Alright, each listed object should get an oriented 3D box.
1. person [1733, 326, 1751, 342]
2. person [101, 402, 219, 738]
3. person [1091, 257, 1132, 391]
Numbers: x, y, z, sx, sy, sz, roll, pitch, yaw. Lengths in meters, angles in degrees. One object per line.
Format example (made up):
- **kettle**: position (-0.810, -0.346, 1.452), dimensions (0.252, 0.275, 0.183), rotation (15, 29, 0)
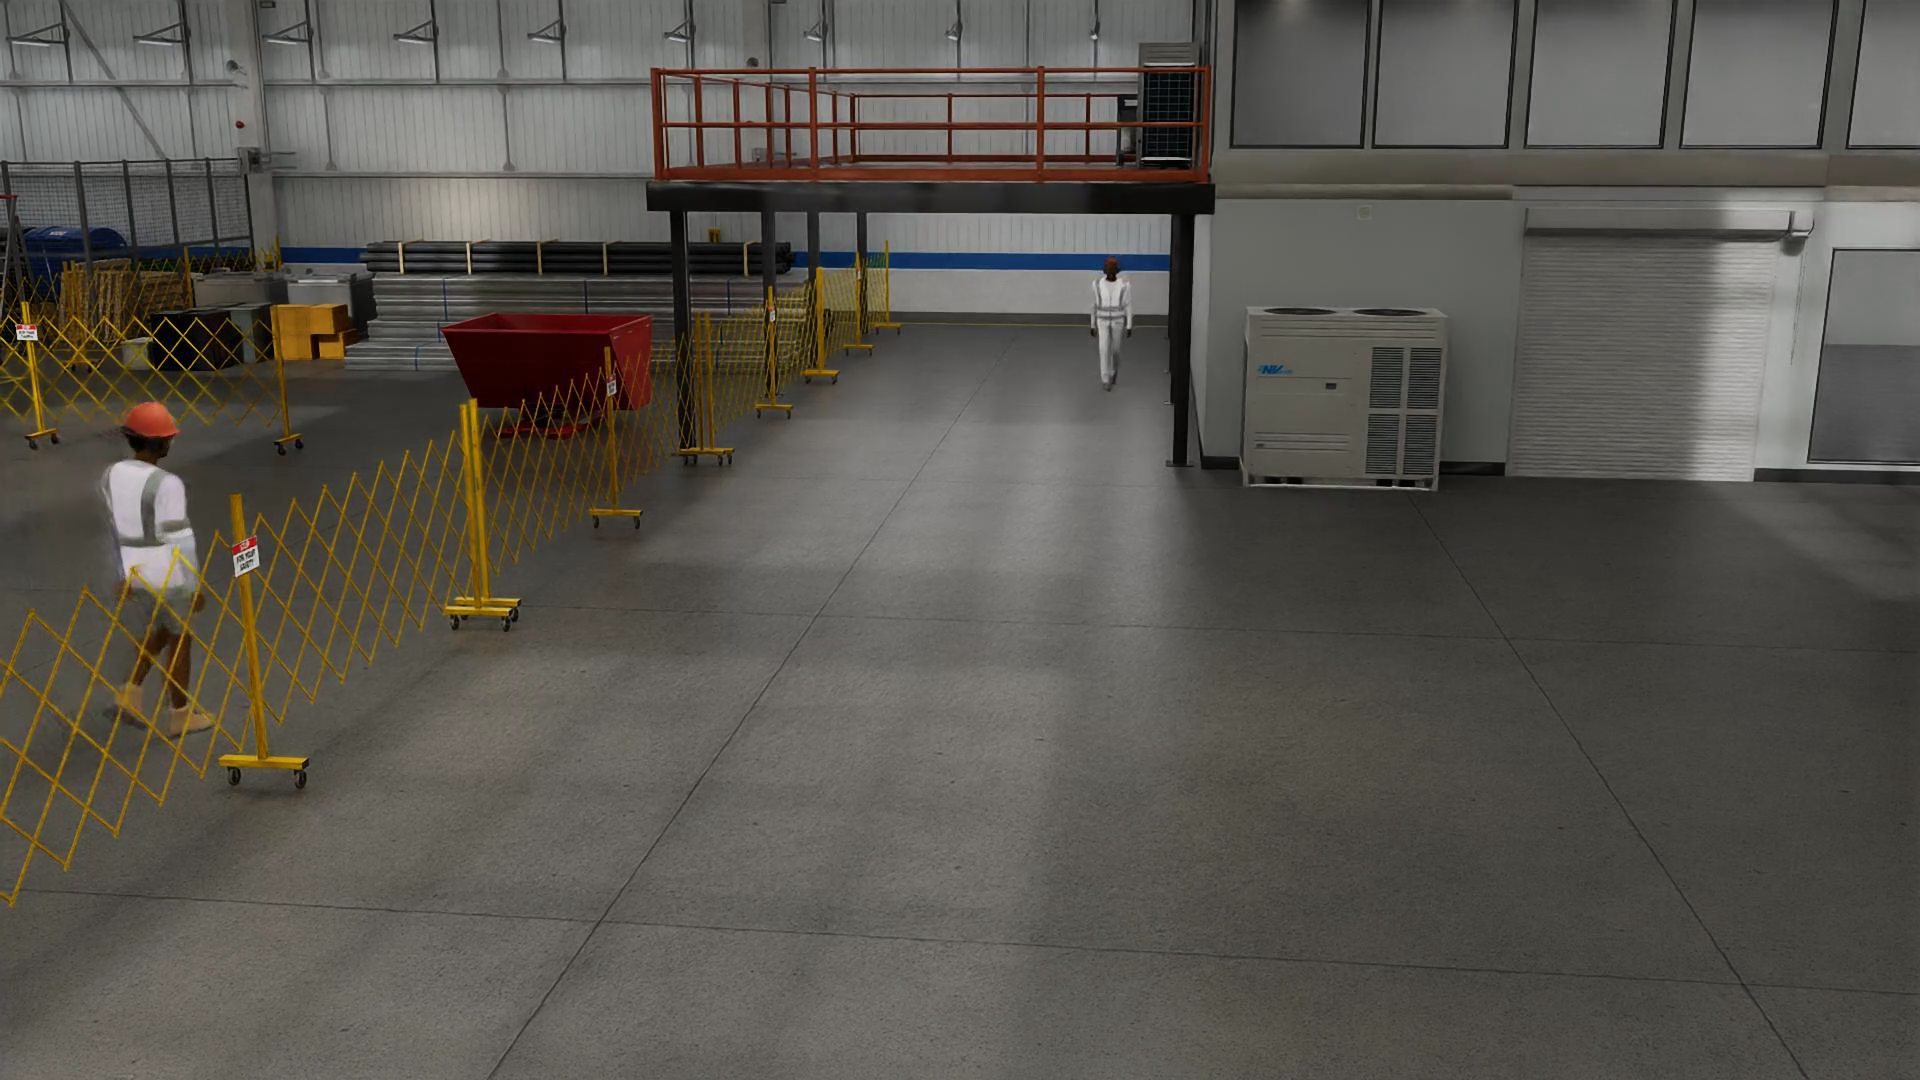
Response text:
- **person**: position (12.794, -3.974, 27.118), dimensions (0.514, 1.877, 0.328), rotation (6, 15, 24)
- **person**: position (-4.719, 0.200, 9.751), dimensions (0.620, 2.026, 0.484), rotation (7, 16, 28)
- **person**: position (2.131, -3.061, 23.451), dimensions (0.584, 1.858, 0.860), rotation (1, 14, 5)
